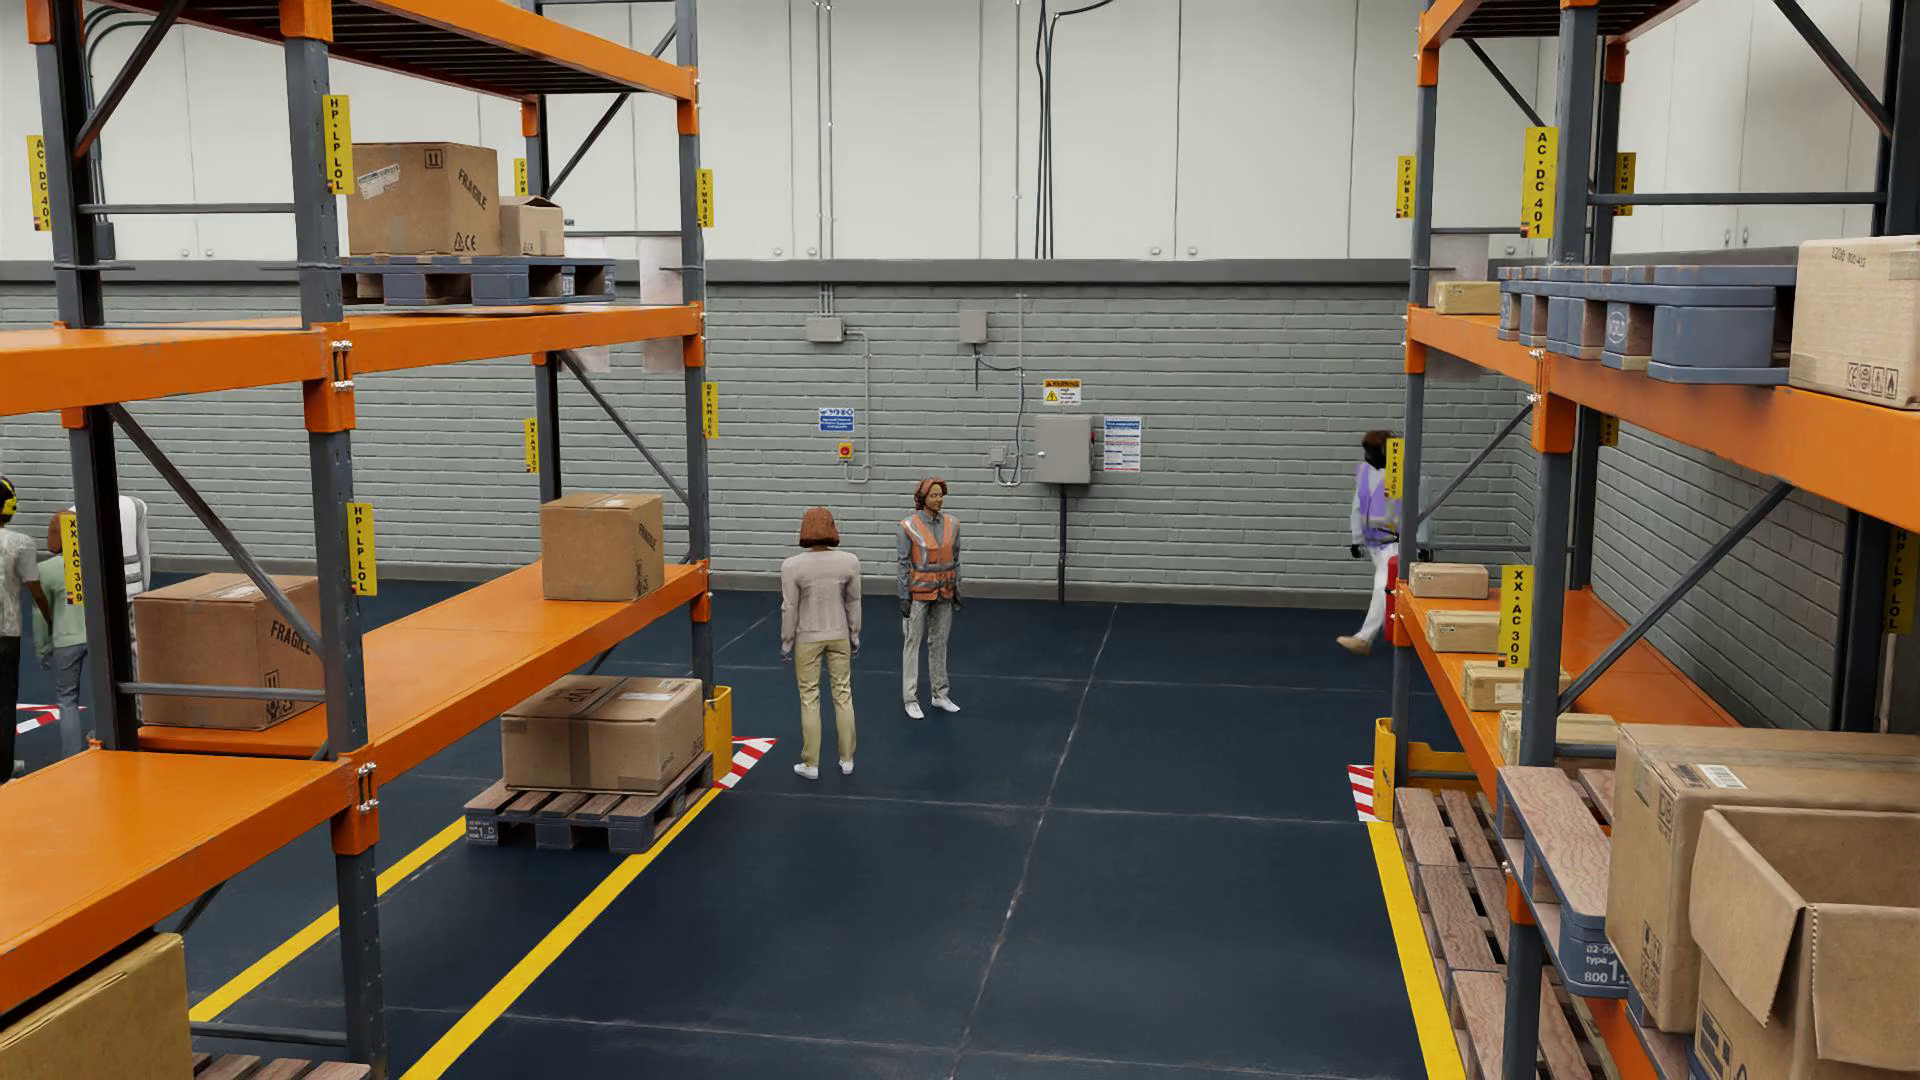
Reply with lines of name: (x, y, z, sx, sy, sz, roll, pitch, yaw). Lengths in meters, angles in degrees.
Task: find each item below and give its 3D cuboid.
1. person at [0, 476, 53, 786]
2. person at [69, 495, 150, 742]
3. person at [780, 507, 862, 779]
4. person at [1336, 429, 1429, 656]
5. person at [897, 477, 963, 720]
person: (-5.613, 0.546, 9.734, 0.587, 1.838, 0.701, 0, 9, -2)
person: (-5.453, 0.374, 10.679, 0.358, 1.882, 0.574, 4, 10, 24)
person: (-0.834, 0.612, 9.974, 0.507, 1.632, 0.282, -4, 10, -23)
person: (3.406, 0.011, 13.217, 0.985, 1.785, 0.658, -5, 10, -28)
person: (-0.208, 0.386, 11.336, 0.515, 1.645, 0.309, -7, 11, -36)
